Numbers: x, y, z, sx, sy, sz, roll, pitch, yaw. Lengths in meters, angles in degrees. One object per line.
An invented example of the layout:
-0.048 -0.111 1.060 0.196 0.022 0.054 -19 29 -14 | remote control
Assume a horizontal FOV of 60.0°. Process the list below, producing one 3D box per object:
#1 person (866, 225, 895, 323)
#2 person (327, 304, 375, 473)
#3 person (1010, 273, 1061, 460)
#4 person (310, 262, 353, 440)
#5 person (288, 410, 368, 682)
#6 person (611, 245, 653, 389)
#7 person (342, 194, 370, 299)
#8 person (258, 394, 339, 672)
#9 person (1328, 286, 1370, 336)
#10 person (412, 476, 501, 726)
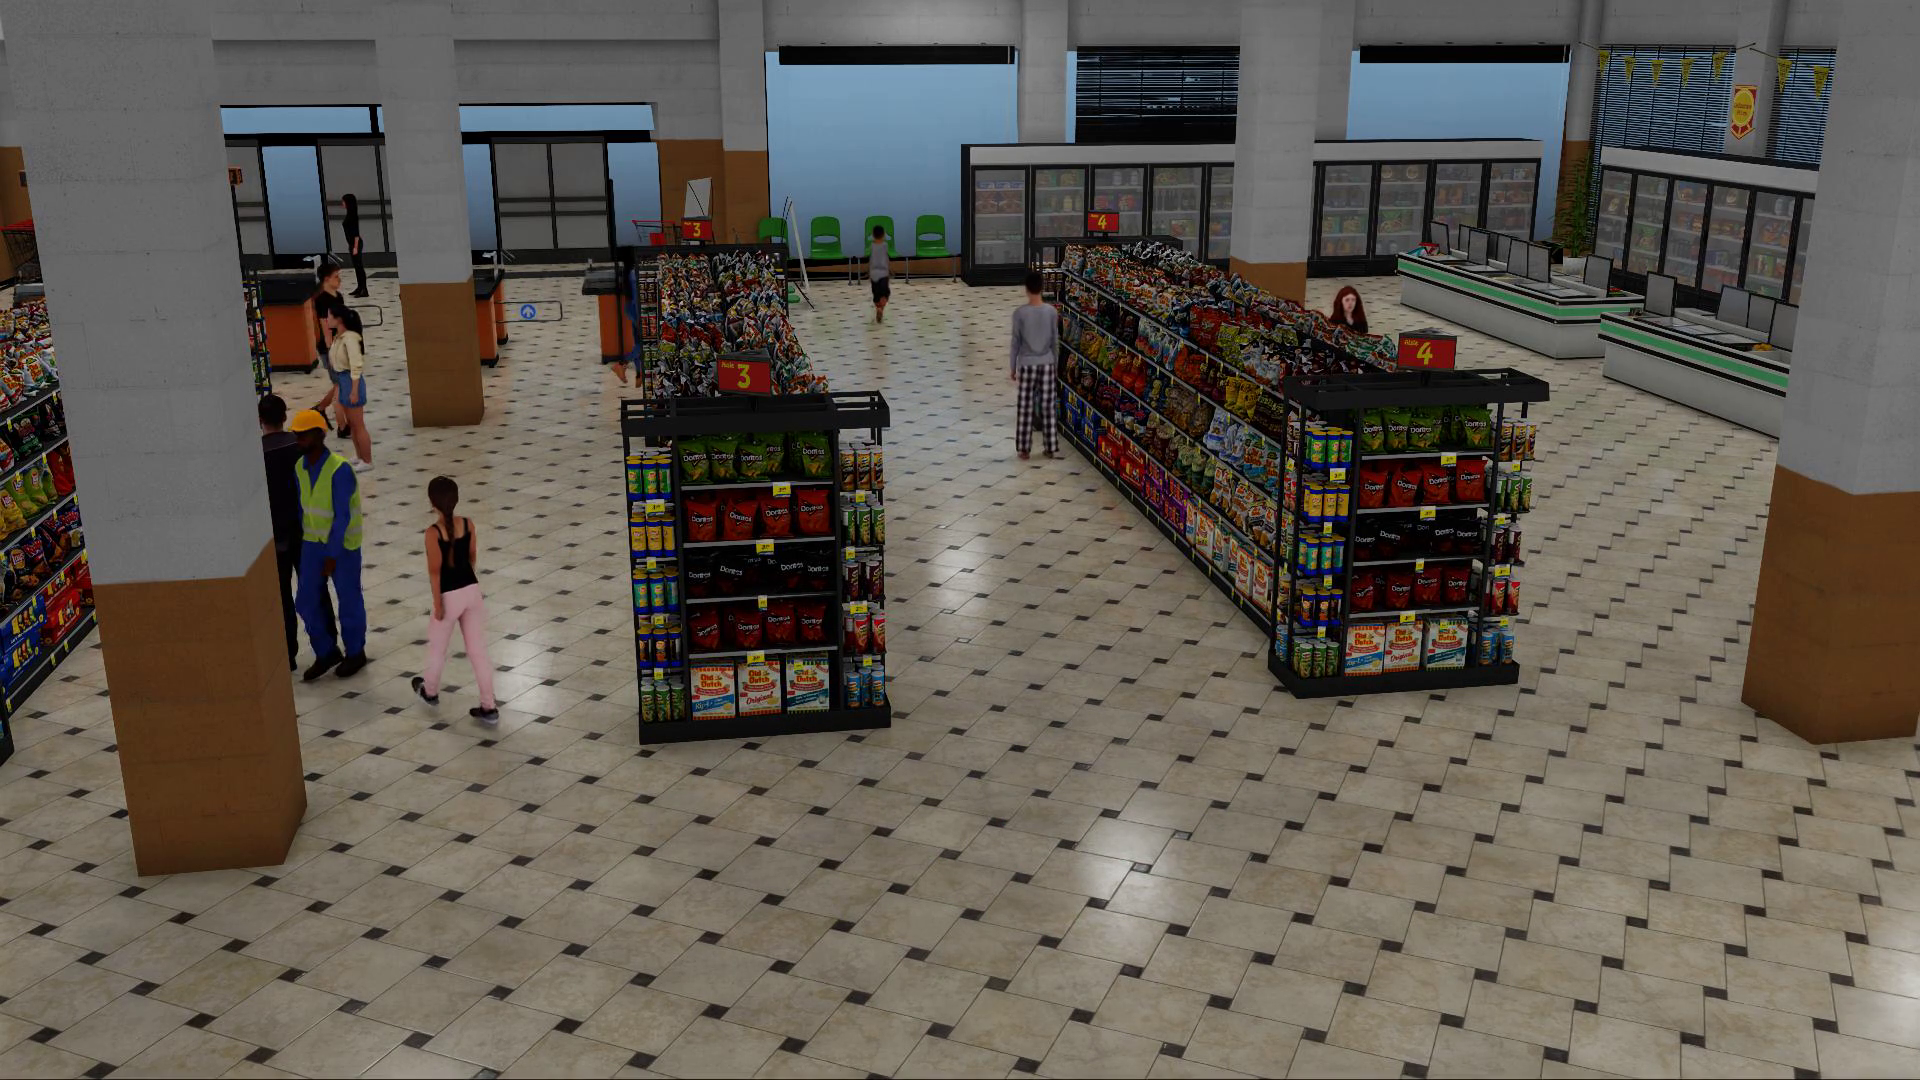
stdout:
-1.188 -3.972 24.605 0.719 1.437 1.021 1 17 2 | person
-5.877 -1.476 16.053 0.767 1.630 0.608 -11 20 -31 | person
0.748 -1.711 16.459 0.658 1.844 0.539 -2 17 -6 | person
-6.578 -1.950 17.265 0.816 1.833 0.865 0 17 1 | person
-4.036 0.020 10.848 0.820 1.793 0.883 6 18 19 | person
-3.917 -2.627 19.720 0.753 1.703 0.765 -6 18 -18 | person
-9.757 -4.760 26.848 0.705 1.642 0.560 -10 19 -29 | person
-4.460 -0.059 11.017 0.807 1.845 0.793 -14 22 -39 | person
3.710 -1.561 16.157 0.631 1.734 1.187 -2 17 -7 | person
-3.001 0.401 10.057 1.041 1.523 0.893 16 23 41 | person
